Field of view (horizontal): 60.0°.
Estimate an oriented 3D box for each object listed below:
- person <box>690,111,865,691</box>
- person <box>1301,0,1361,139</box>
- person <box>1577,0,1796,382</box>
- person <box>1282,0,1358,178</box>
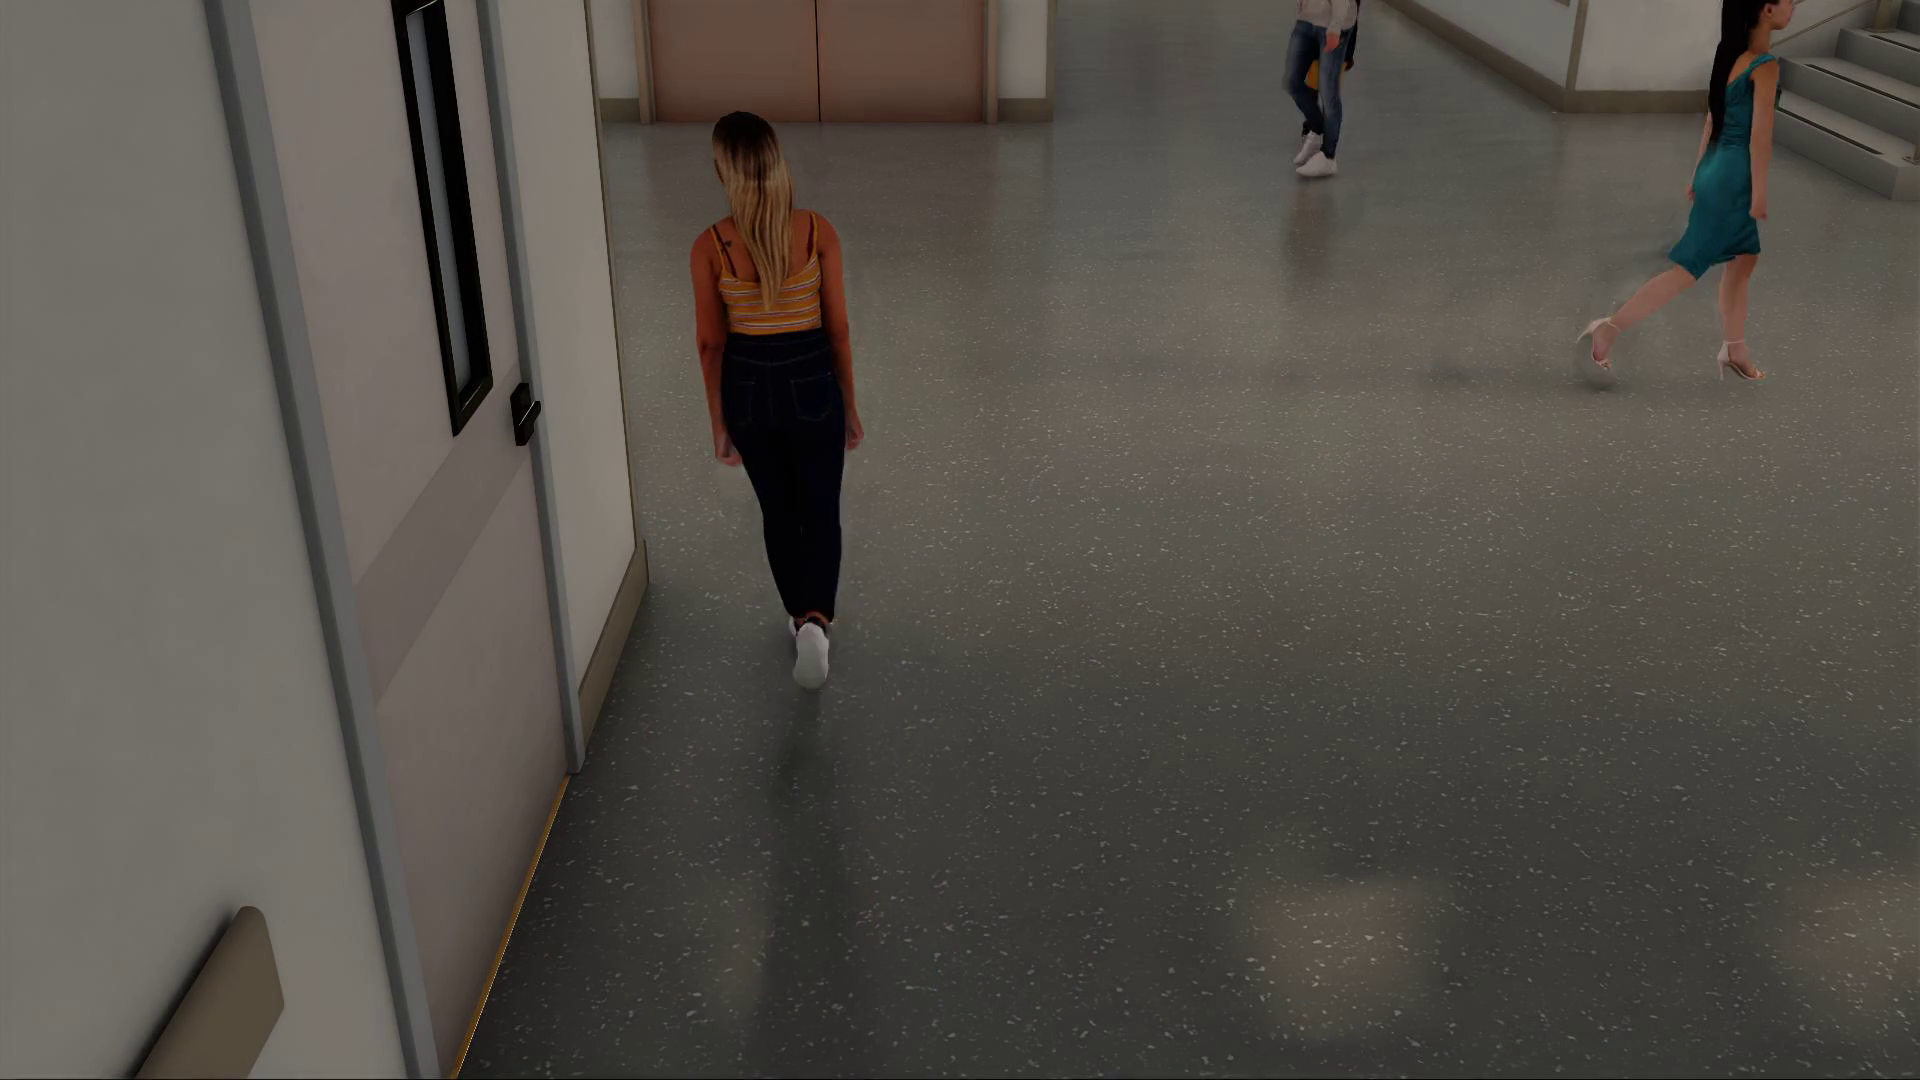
[{"bbox_3d":[-0.473,-0.320,4.531,0.906,1.607,0.761,-4,26,-8],"label":"person"},{"bbox_3d":[2.431,-3.231,10.979,0.589,1.250,0.645,7,27,14],"label":"person"},{"bbox_3d":[2.991,-1.394,6.706,1.019,1.654,0.579,2,26,4],"label":"person"},{"bbox_3d":[2.302,-3.151,10.139,0.901,1.836,0.853,-18,31,-32],"label":"person"}]
